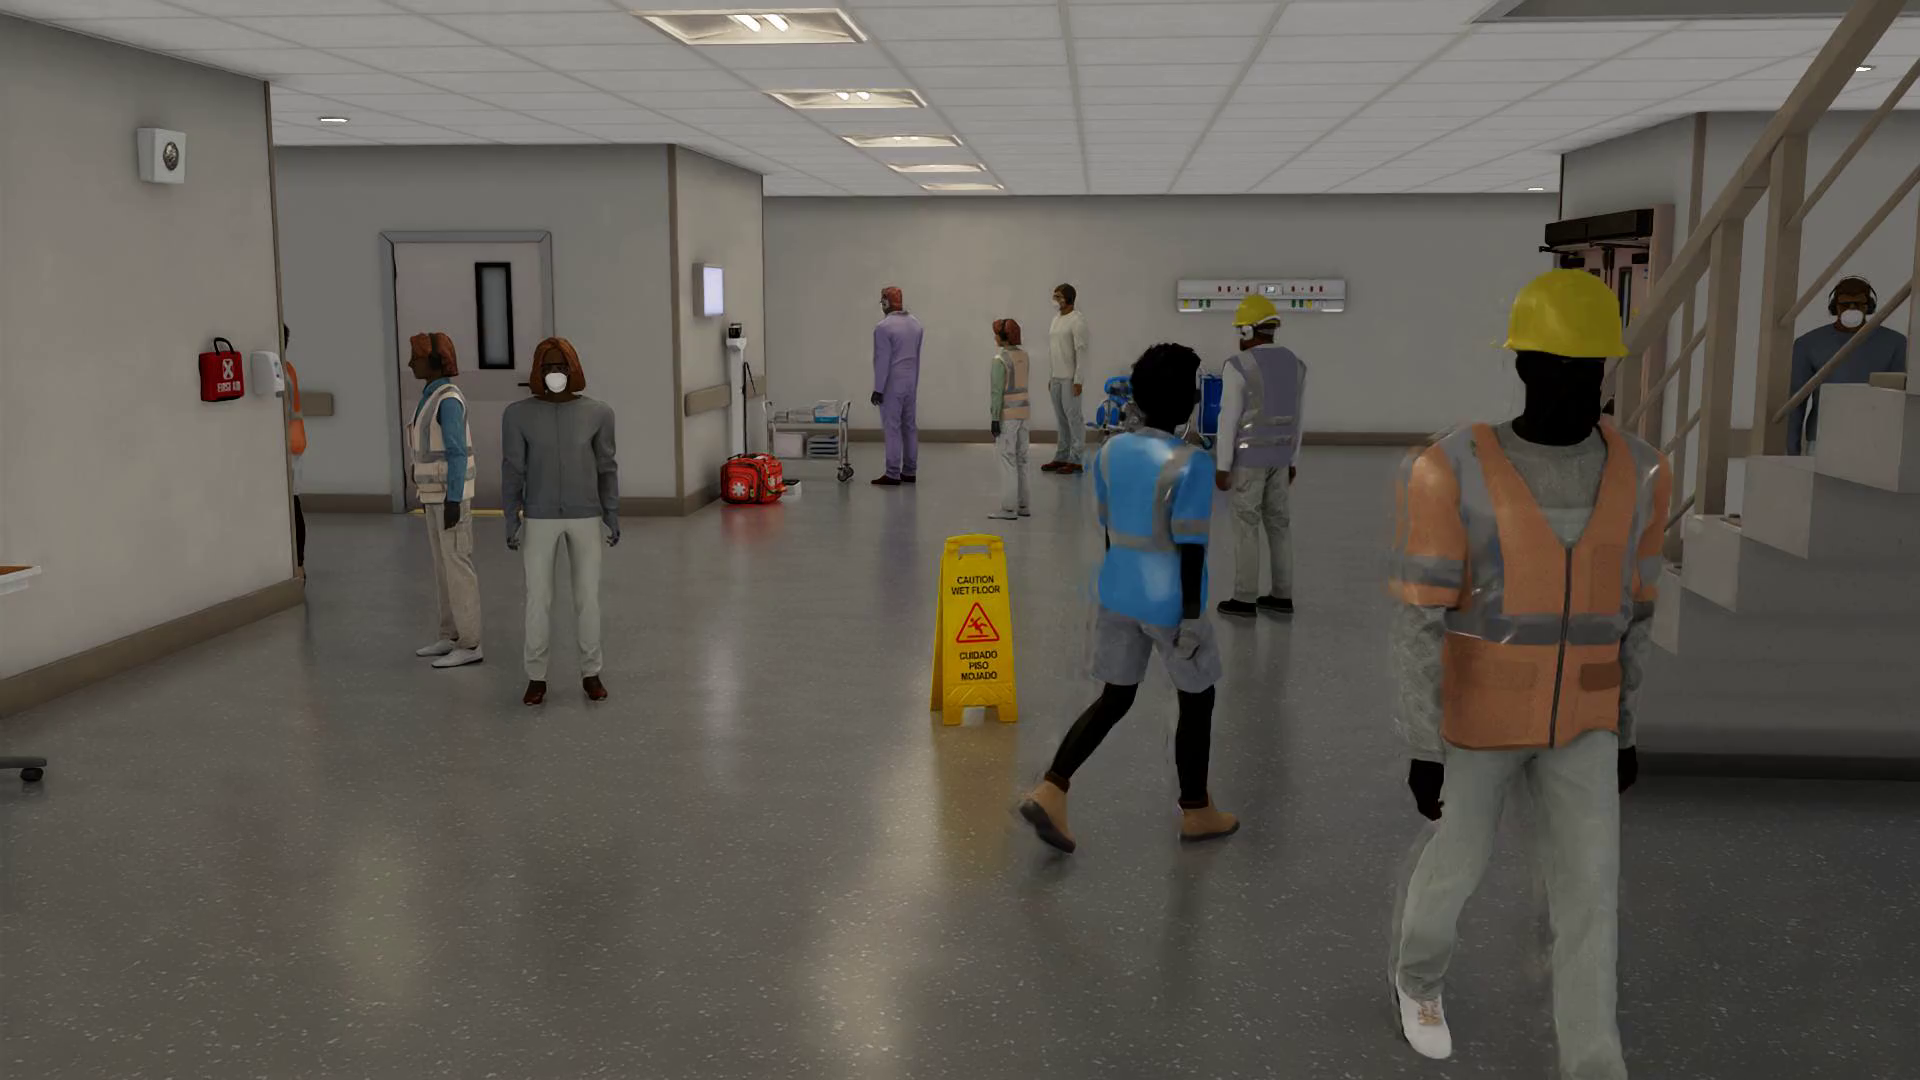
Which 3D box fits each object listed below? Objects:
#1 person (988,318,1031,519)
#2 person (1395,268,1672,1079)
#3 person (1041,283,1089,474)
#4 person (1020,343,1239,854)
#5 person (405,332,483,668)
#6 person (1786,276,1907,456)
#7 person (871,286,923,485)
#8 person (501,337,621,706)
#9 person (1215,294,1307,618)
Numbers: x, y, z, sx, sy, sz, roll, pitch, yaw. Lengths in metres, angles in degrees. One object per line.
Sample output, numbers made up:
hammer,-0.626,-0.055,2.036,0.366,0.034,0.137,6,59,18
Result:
person,0.407,-0.980,13.522,0.315,1.629,0.508,5,10,32
person,1.228,0.353,3.637,0.603,1.878,1.018,-1,8,-4
person,1.086,-1.639,16.950,0.377,1.940,0.627,-4,9,-23
person,0.573,0.202,5.362,0.766,1.669,0.534,-6,10,-36
person,-2.534,-0.197,8.163,0.311,1.638,0.522,-5,10,-30
person,5.071,-0.542,9.550,0.636,1.929,0.373,3,9,19
person,-0.637,-1.476,15.981,0.407,1.902,0.639,6,10,34
person,-1.769,-0.082,7.399,0.509,1.632,0.267,-3,9,-17
person,1.679,-0.471,9.420,0.601,1.823,0.403,-6,10,-33
